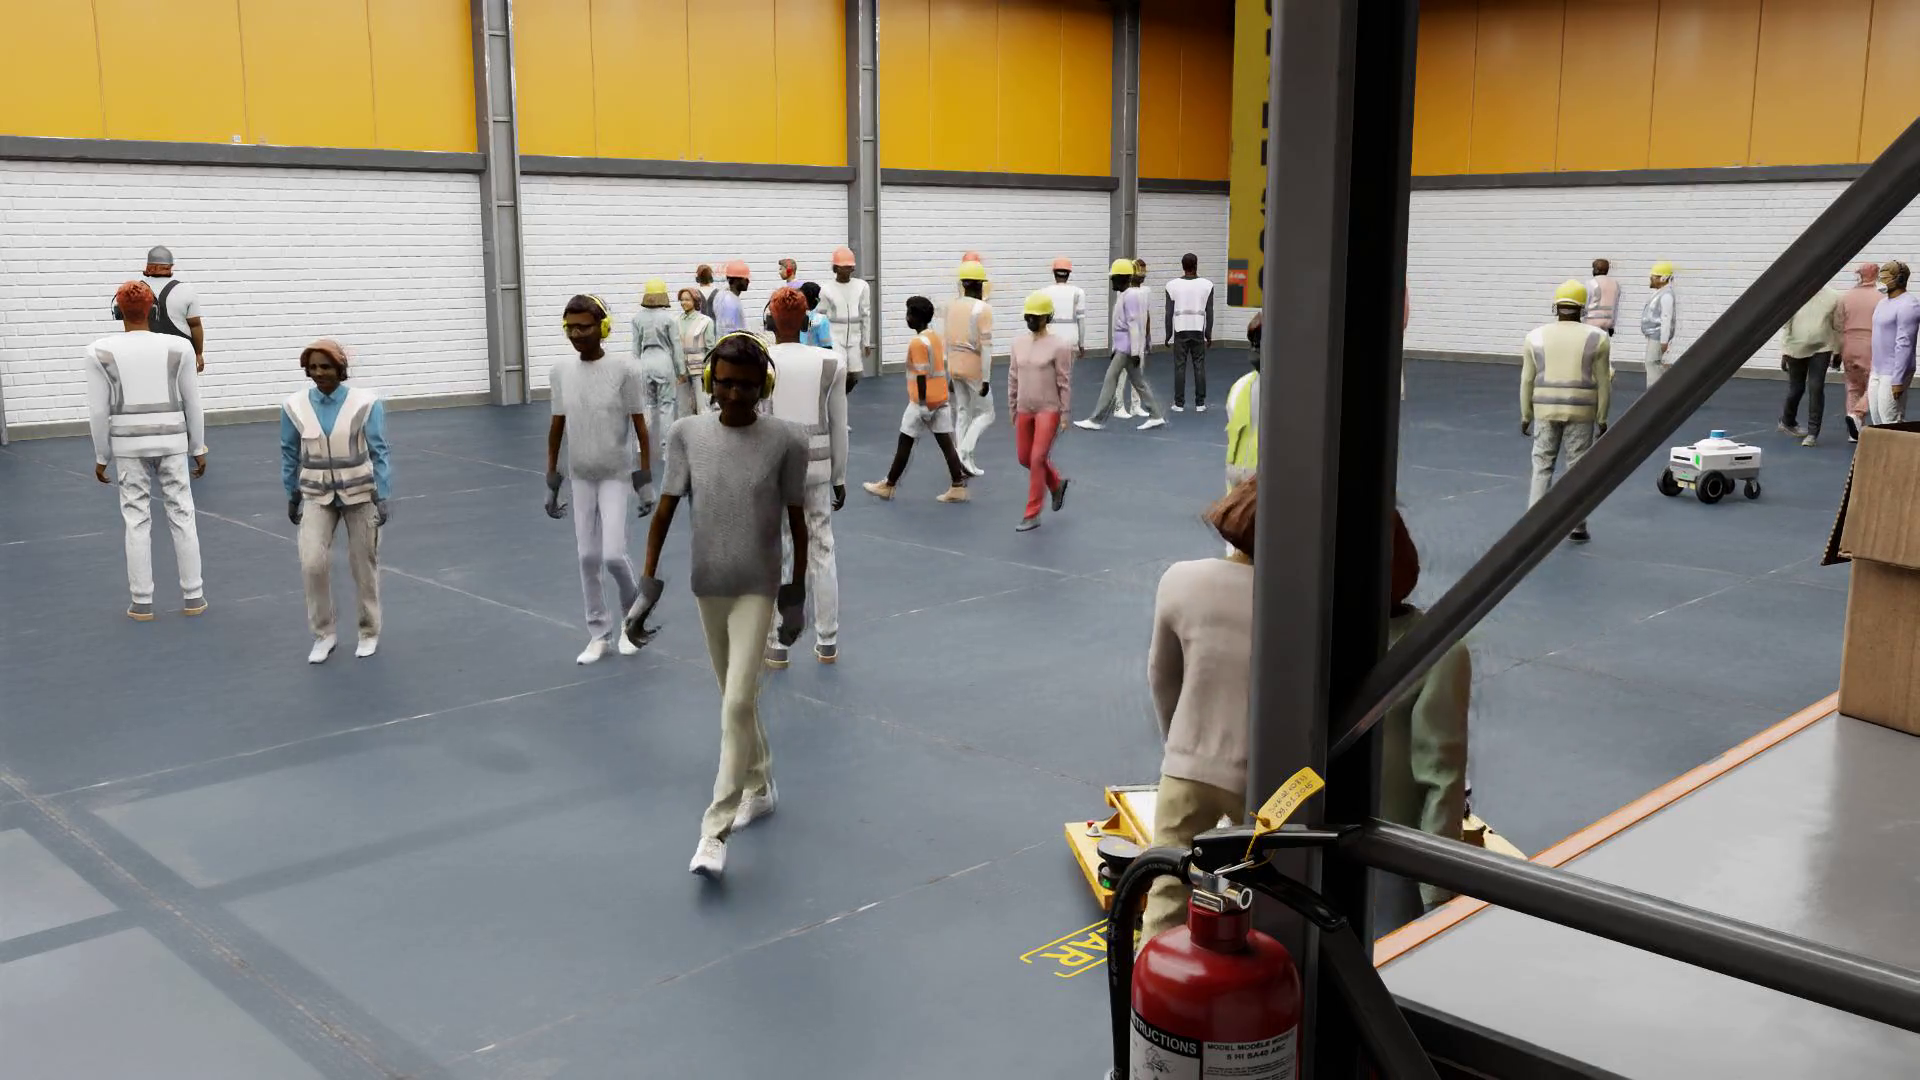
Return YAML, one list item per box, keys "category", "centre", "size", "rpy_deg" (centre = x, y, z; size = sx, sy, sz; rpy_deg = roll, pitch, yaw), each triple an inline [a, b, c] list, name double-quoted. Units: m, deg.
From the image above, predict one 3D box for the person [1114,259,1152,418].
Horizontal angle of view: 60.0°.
- category: "person"
  centre: [2.045, -2.353, 19.488]
  size: [0.504, 1.861, 0.330]
  rpy_deg: [-8, 13, -36]

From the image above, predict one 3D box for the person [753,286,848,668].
- category: "person"
  centre: [-0.833, -0.303, 8.228]
  size: [0.574, 1.882, 0.358]
  rpy_deg: [-3, 11, -18]

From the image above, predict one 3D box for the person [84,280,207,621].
- category: "person"
  centre: [-4.507, -0.492, 9.256]
  size: [0.572, 1.883, 0.353]
  rpy_deg: [-6, 12, -29]

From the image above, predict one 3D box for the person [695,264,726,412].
- category: "person"
  centre: [-2.940, -2.322, 19.459]
  size: [0.523, 1.813, 0.928]
  rpy_deg: [-3, 11, -14]

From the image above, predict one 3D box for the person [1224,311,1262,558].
- category: "person"
  centre: [1.418, -0.093, 7.233]
  size: [0.675, 1.826, 0.634]
  rpy_deg: [-8, 13, -37]

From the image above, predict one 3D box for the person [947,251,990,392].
- category: "person"
  centre: [0.115, -2.947, 22.558]
  size: [0.565, 1.907, 0.873]
  rpy_deg: [8, 13, 38]

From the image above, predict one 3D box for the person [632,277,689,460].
- category: "person"
  centre: [-2.831, -1.610, 15.752]
  size: [0.506, 1.740, 0.365]
  rpy_deg: [4, 11, 22]

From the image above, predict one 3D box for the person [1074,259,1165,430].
- category: "person"
  centre: [1.792, -2.123, 18.182]
  size: [1.015, 1.880, 0.604]
  rpy_deg: [0, 10, 0]

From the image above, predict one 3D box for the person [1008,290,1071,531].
- category: "person"
  centre: [0.617, -0.960, 12.197]
  size: [0.523, 1.743, 0.695]
  rpy_deg: [7, 13, 35]

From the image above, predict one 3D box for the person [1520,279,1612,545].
- category: "person"
  centre: [4.189, -0.879, 11.510]
  size: [0.595, 1.829, 0.403]
  rpy_deg: [6, 12, 28]

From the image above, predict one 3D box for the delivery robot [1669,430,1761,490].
- category: "delivery robot"
  centre: [6.125, -0.649, 13.480]
  size: [0.707, 0.478, 0.477]
  rpy_deg: [-4, 11, -20]

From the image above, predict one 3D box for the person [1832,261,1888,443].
- category: "person"
  centre: [9.208, -1.899, 16.957]
  size: [0.598, 1.877, 0.653]
  rpy_deg: [-8, 13, -37]

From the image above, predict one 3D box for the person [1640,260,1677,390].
- category: "person"
  centre: [8.656, -2.520, 20.465]
  size: [0.542, 1.822, 0.598]
  rpy_deg: [3, 11, 17]

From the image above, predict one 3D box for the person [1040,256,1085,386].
- category: "person"
  centre: [1.173, -2.311, 19.158]
  size: [0.548, 1.902, 0.759]
  rpy_deg: [-1, 10, -4]

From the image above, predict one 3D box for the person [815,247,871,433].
- category: "person"
  centre: [-1.298, -2.188, 18.168]
  size: [0.628, 2.015, 0.733]
  rpy_deg: [-5, 11, -25]

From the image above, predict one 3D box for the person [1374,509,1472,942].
- category: "person"
  centre: [0.913, 0.671, 3.638]
  size: [0.614, 1.613, 0.517]
  rpy_deg: [-9, 14, -41]

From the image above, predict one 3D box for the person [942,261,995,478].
- category: "person"
  centre: [0.070, -1.479, 14.566]
  size: [0.589, 1.908, 0.467]
  rpy_deg: [9, 14, 41]

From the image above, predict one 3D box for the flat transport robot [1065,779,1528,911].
- category: "flat transport robot"
  centre: [1.114, 0.994, 5.555]
  size: [1.431, 0.197, 0.652]
  rpy_deg: [-1, 10, -7]

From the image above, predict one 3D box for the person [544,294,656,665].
- category: "person"
  centre: [-1.807, -0.293, 8.261]
  size: [0.549, 1.850, 0.368]
  rpy_deg: [3, 11, 14]

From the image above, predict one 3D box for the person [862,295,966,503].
- category: "person"
  centre: [-0.348, -1.107, 13.242]
  size: [0.873, 1.654, 0.543]
  rpy_deg: [4, 11, 21]

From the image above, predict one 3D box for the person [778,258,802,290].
- category: "person"
  centre: [-2.120, -2.649, 21.140]
  size: [0.398, 1.840, 0.572]
  rpy_deg: [-2, 11, -9]

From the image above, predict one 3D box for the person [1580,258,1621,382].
- category: "person"
  centre: [8.886, -2.997, 23.082]
  size: [0.626, 1.825, 0.750]
  rpy_deg: [-5, 11, -24]

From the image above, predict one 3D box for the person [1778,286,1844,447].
- category: "person"
  centre: [8.727, -1.955, 17.099]
  size: [0.615, 1.944, 0.832]
  rpy_deg: [4, 11, 22]

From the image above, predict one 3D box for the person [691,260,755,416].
- category: "person"
  centre: [-2.443, -1.910, 16.998]
  size: [0.918, 1.902, 0.547]
  rpy_deg: [-2, 11, -12]

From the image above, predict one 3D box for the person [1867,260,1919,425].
- category: "person"
  centre: [7.823, -1.379, 13.987]
  size: [0.368, 1.932, 0.622]
  rpy_deg: [2, 11, 11]

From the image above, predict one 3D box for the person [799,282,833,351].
- category: "person"
  centre: [-1.417, -1.678, 16.270]
  size: [0.552, 1.671, 0.684]
  rpy_deg: [7, 12, 32]

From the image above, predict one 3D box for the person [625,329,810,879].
- category: "person"
  centre: [-0.807, 0.208, 5.630]
  size: [0.546, 1.809, 0.970]
  rpy_deg: [3, 11, 16]

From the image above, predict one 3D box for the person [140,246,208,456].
- category: "person"
  centre: [-7.671, -1.828, 16.111]
  size: [0.690, 2.000, 0.538]
  rpy_deg: [-2, 11, -13]

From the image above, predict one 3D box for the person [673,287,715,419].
- category: "person"
  centre: [-2.576, -1.600, 15.953]
  size: [0.514, 1.645, 0.308]
  rpy_deg: [4, 11, 20]

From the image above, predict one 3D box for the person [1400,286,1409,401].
- category: "person"
  centre: [5.555, -2.766, 21.427]
  size: [0.457, 1.973, 0.672]
  rpy_deg: [0, 10, 2]

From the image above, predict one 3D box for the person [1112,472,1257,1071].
- category: "person"
  centre: [0.687, 0.612, 4.071]
  size: [0.564, 1.589, 0.635]
  rpy_deg: [7, 12, 33]

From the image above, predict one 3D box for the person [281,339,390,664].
- category: "person"
  centre: [-3.103, -0.182, 8.288]
  size: [0.545, 1.618, 0.541]
  rpy_deg: [-1, 10, -7]

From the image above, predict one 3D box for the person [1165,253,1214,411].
- category: "person"
  centre: [2.775, -2.512, 20.183]
  size: [0.590, 1.917, 0.397]
  rpy_deg: [0, 10, 1]
